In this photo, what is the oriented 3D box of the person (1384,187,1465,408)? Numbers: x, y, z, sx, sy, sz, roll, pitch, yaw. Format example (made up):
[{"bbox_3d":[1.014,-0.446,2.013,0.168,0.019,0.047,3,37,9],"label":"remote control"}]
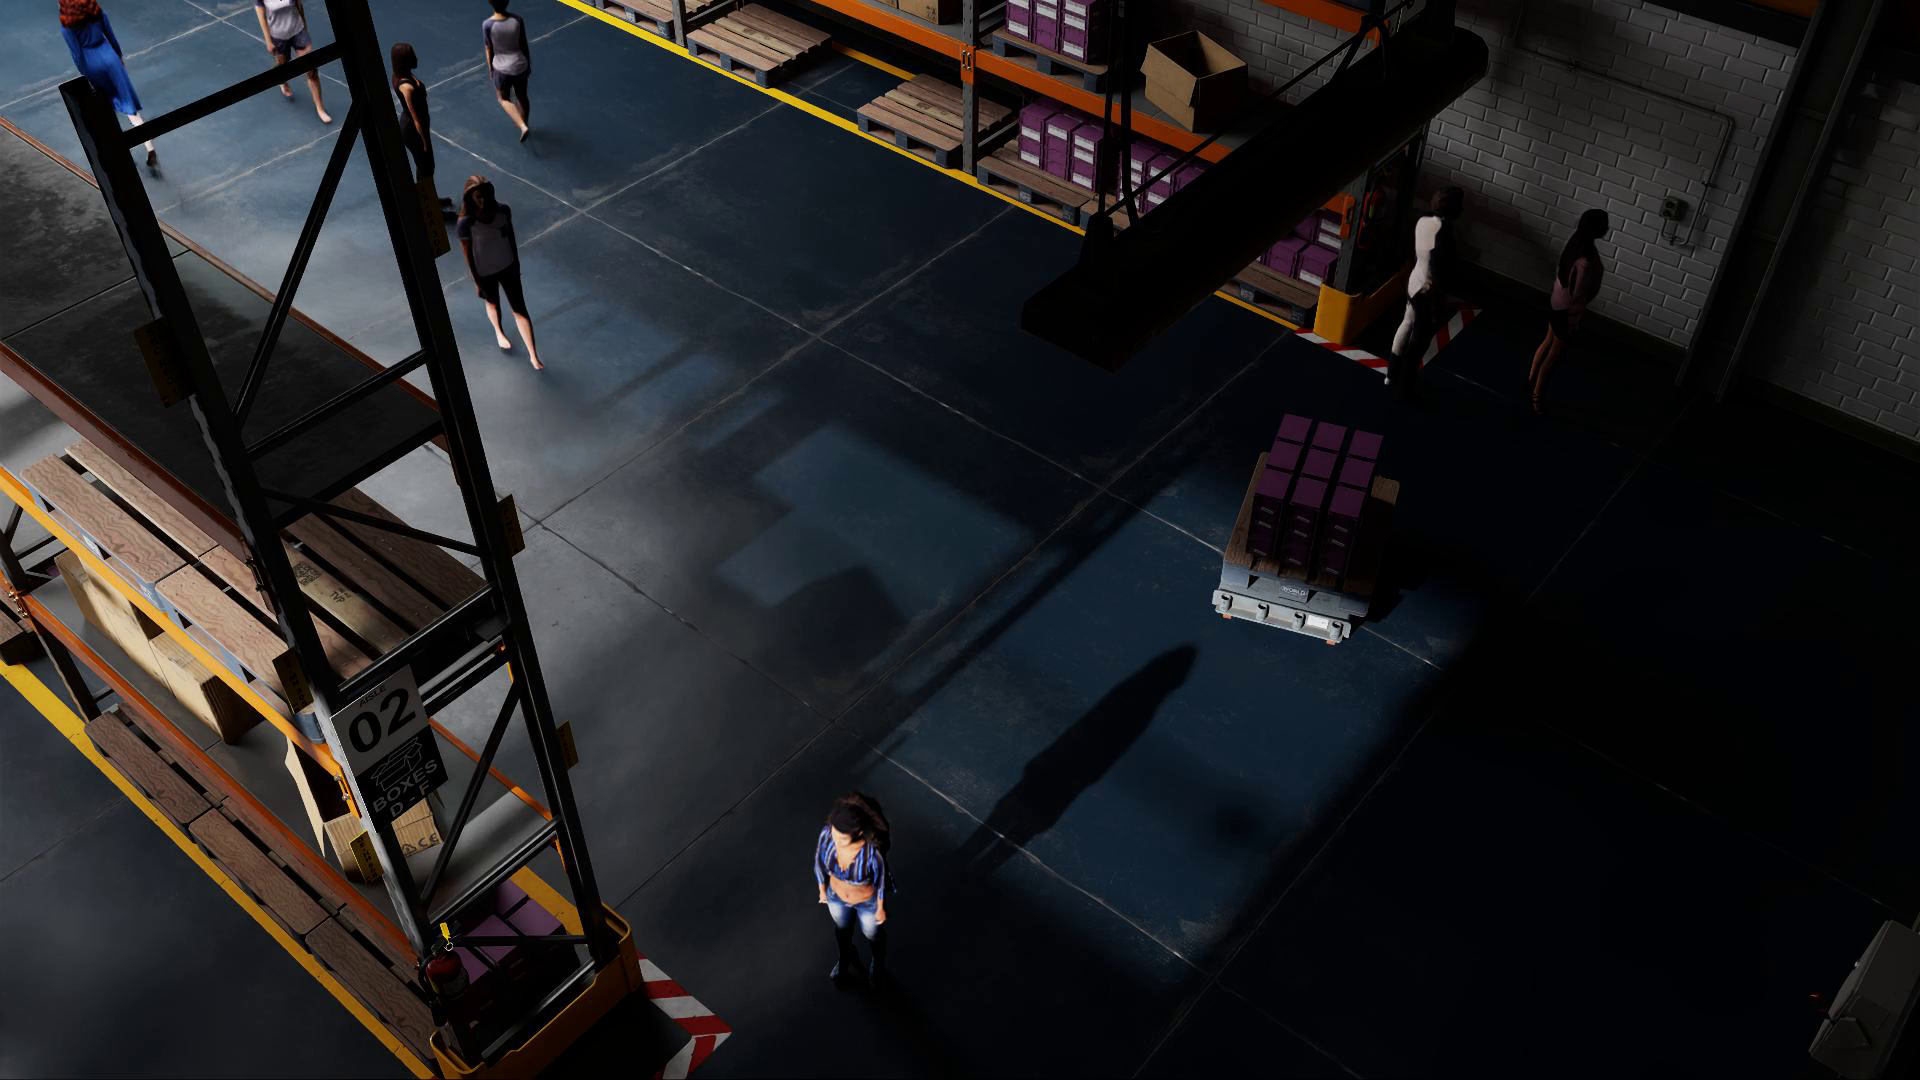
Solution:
[{"bbox_3d":[3.602,-1.903,12.860,0.822,1.892,0.764,-3,44,-3],"label":"person"}]

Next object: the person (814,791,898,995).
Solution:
[{"bbox_3d":[-0.564,1.929,9.035,0.591,1.619,0.739,16,46,16],"label":"person"}]

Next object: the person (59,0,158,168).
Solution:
[{"bbox_3d":[-7.874,-4.276,15.429,1.158,1.783,0.682,33,53,30],"label":"person"}]

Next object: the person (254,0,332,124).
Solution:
[{"bbox_3d":[-6.570,-4.942,16.199,0.720,1.685,1.053,-30,51,-28],"label":"person"}]

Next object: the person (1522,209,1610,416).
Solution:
[{"bbox_3d":[4.644,-1.754,12.762,0.718,1.811,0.704,4,44,4],"label":"person"}]

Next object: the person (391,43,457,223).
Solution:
[{"bbox_3d":[-4.832,-3.630,14.821,0.714,1.686,0.610,-14,45,-15],"label":"person"}]

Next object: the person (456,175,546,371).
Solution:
[{"bbox_3d":[-3.755,-2.207,13.324,0.828,1.692,1.065,-20,47,-19],"label":"person"}]

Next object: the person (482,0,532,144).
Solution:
[{"bbox_3d":[-4.270,-4.492,15.831,0.714,1.541,0.887,-22,48,-22],"label":"person"}]
